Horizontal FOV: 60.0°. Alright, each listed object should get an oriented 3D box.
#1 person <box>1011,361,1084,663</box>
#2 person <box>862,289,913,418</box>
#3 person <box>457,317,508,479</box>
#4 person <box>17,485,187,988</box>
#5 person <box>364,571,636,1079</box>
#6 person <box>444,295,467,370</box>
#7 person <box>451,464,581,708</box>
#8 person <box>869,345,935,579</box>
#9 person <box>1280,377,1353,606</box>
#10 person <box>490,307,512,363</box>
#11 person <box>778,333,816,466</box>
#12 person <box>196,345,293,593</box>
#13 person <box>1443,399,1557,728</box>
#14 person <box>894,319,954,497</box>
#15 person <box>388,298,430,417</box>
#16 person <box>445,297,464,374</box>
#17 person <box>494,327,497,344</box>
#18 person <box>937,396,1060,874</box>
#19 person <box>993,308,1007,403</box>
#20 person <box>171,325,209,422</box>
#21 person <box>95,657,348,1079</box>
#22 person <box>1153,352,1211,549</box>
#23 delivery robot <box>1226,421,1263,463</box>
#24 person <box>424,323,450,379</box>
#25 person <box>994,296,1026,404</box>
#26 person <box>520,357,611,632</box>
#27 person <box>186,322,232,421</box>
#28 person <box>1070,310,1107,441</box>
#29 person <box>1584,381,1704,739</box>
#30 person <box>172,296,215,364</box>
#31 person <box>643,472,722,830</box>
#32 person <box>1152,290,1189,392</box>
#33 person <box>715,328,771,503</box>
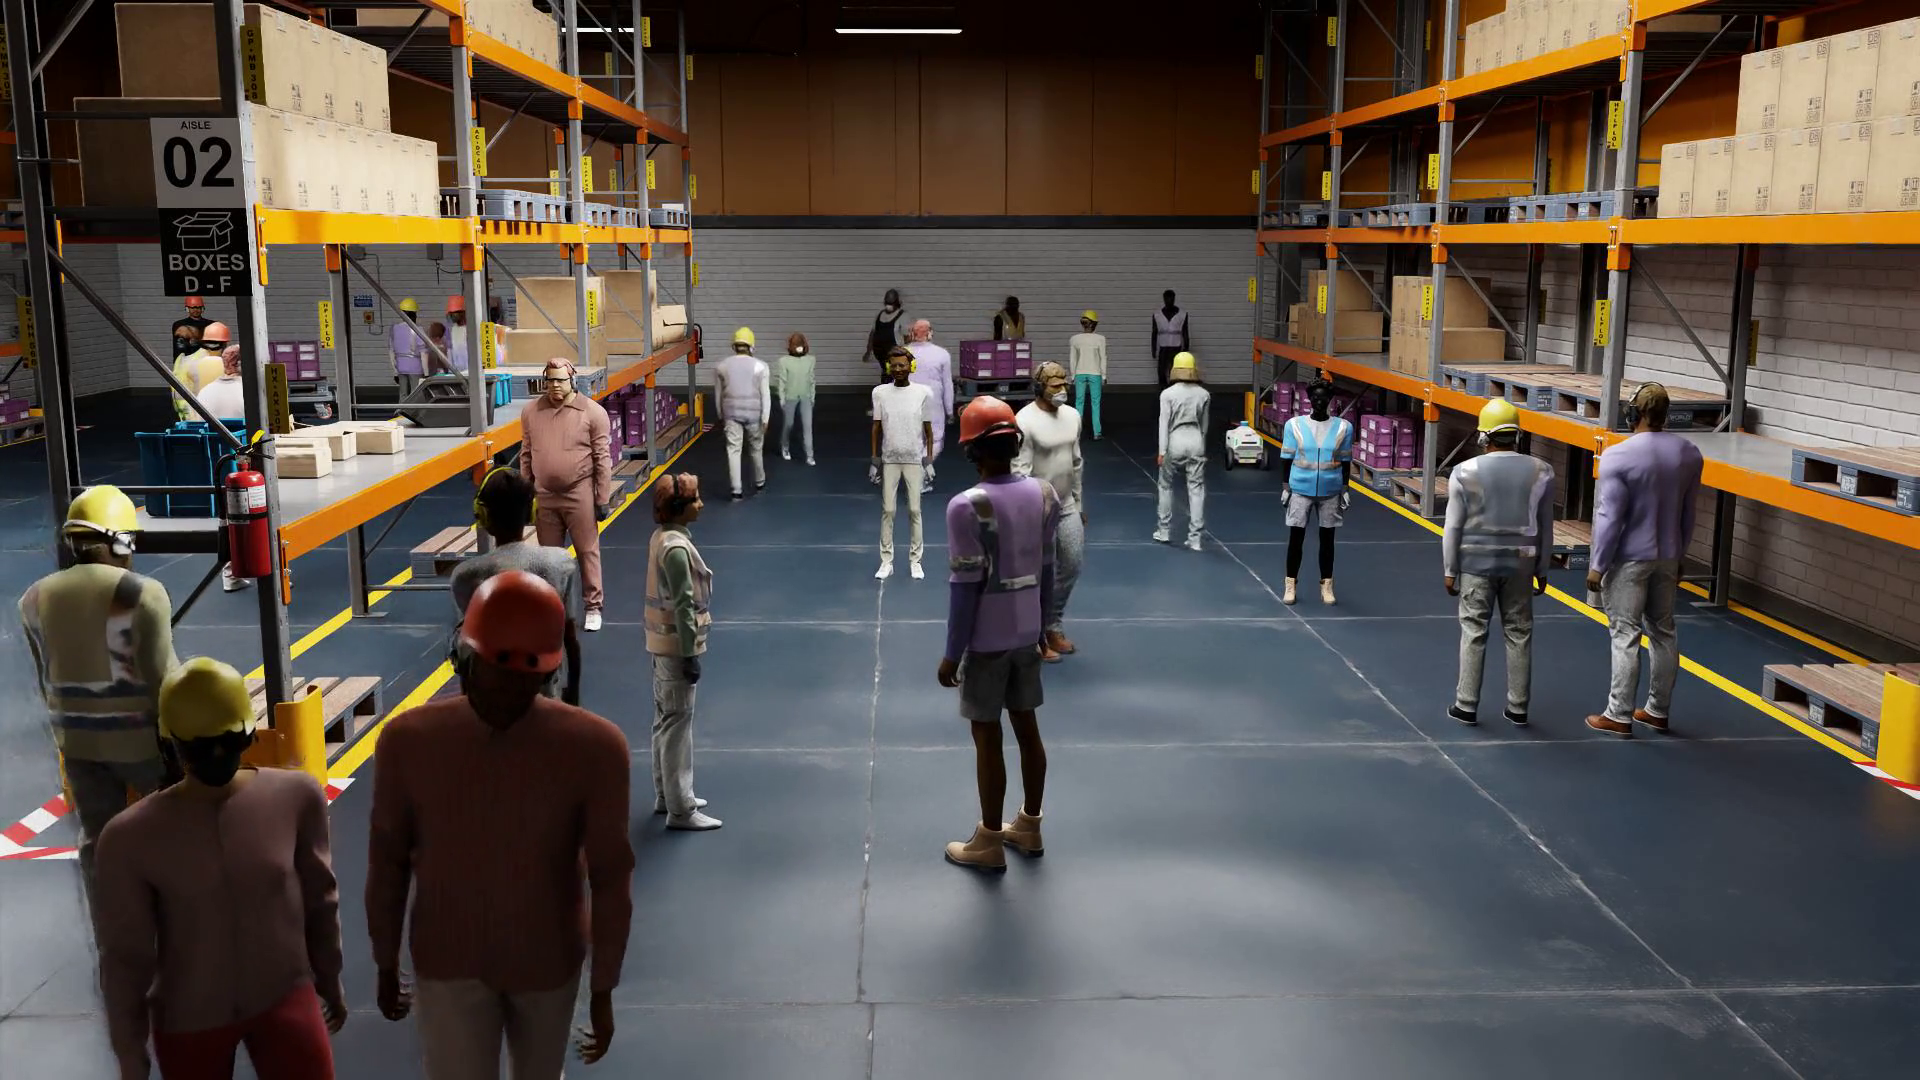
[{"bbox_3d":[0.559,-0.184,10.662,0.385,1.932,0.659,9,14,42],"label":"person"},{"bbox_3d":[-1.065,-2.903,25.518,1.074,2.000,0.692,-9,14,-41],"label":"person"},{"bbox_3d":[-5.463,-1.659,19.030,0.563,1.886,0.986,0,10,3],"label":"person"},{"bbox_3d":[-3.056,0.698,6.102,0.604,1.804,0.602,1,10,8],"label":"person"},{"bbox_3d":[-1.097,1.015,3.976,0.635,1.934,0.959,-2,10,-13],"label":"person"},{"bbox_3d":[-6.206,-2.064,20.918,0.675,2.015,0.533,10,14,43],"label":"person"},{"bbox_3d":[-1.645,0.648,6.224,0.532,1.866,0.311,-9,14,-42],"label":"person"},{"bbox_3d":[-0.462,-0.611,13.239,0.533,1.865,0.315,0,10,2],"label":"person"},{"bbox_3d":[2.629,-0.358,12.296,0.532,1.697,0.320,1,10,6],"label":"person"},{"bbox_3d":[-7.076,-2.718,25.454,0.532,1.694,0.320,-3,11,-17],"label":"person"},{"bbox_3d":[-1.992,-1.730,20.236,0.502,1.593,0.845,-4,11,-22],"label":"person"},{"bbox_3d":[-5.468,-0.538,12.726,0.644,1.904,0.399,3,11,15],"label":"person"},{"bbox_3d":[2.970,0.134,9.214,0.593,1.826,0.404,1,10,4],"label":"person"},{"bbox_3d":[-0.399,-1.380,17.478,0.639,1.882,0.761,4,11,21],"label":"person"},{"bbox_3d":[-7.378,-2.281,22.372,0.592,1.926,0.366,3,11,18],"label":"person"},{"bbox_3d":[-6.787,-2.383,22.940,0.542,1.927,0.374,-1,10,-6],"label":"person"},{"bbox_3d":[-6.471,-2.265,22.404,0.573,1.883,0.355,5,11,27],"label":"person"},{"bbox_3d":[0.144,0.404,7.116,0.605,2.035,0.392,-10,14,-43],"label":"person"},{"bbox_3d":[0.677,-3.063,27.657,0.568,1.586,0.531,5,11,24],"label":"person"},{"bbox_3d":[-7.856,-1.286,17.103,0.626,1.834,0.430,8,13,38],"label":"person"},{"bbox_3d":[-1.653,1.134,3.835,0.548,1.743,0.680,-7,13,-36],"label":"person"},{"bbox_3d":[1.941,-0.799,14.694,0.516,1.712,0.727,-3,11,-16],"label":"person"},{"bbox_3d":[3.369,-1.166,19.709,0.477,0.478,0.707,0,11,0],"label":"delivery robot"},{"bbox_3d":[-7.329,-2.255,23.273,0.529,1.545,1.002,3,11,17],"label":"person"},{"bbox_3d":[0.824,-3.144,27.595,0.653,1.778,1.024,-6,12,-32],"label":"person"},{"bbox_3d":[-2.724,-0.308,11.465,0.644,1.900,0.399,2,10,10],"label":"person"},{"bbox_3d":[-6.919,-1.069,15.603,0.550,1.933,0.377,-2,10,-9],"label":"person"},{"bbox_3d":[1.740,-2.212,22.461,0.523,1.760,0.327,4,11,20],"label":"person"},{"bbox_3d":[3.679,0.114,8.996,0.627,1.940,0.371,-3,11,-17],"label":"person"},{"bbox_3d":[-10.244,-2.316,22.379,0.612,1.995,0.376,-7,12,-35],"label":"person"},{"bbox_3d":[-1.292,0.506,7.642,0.312,1.642,0.512,-3,11,-18],"label":"person"},{"bbox_3d":[3.447,-3.153,27.294,0.618,1.900,0.448,3,11,16],"label":"person"},{"bbox_3d":[-2.260,-1.318,17.398,0.591,1.781,0.924,0,10,-1],"label":"person"}]
